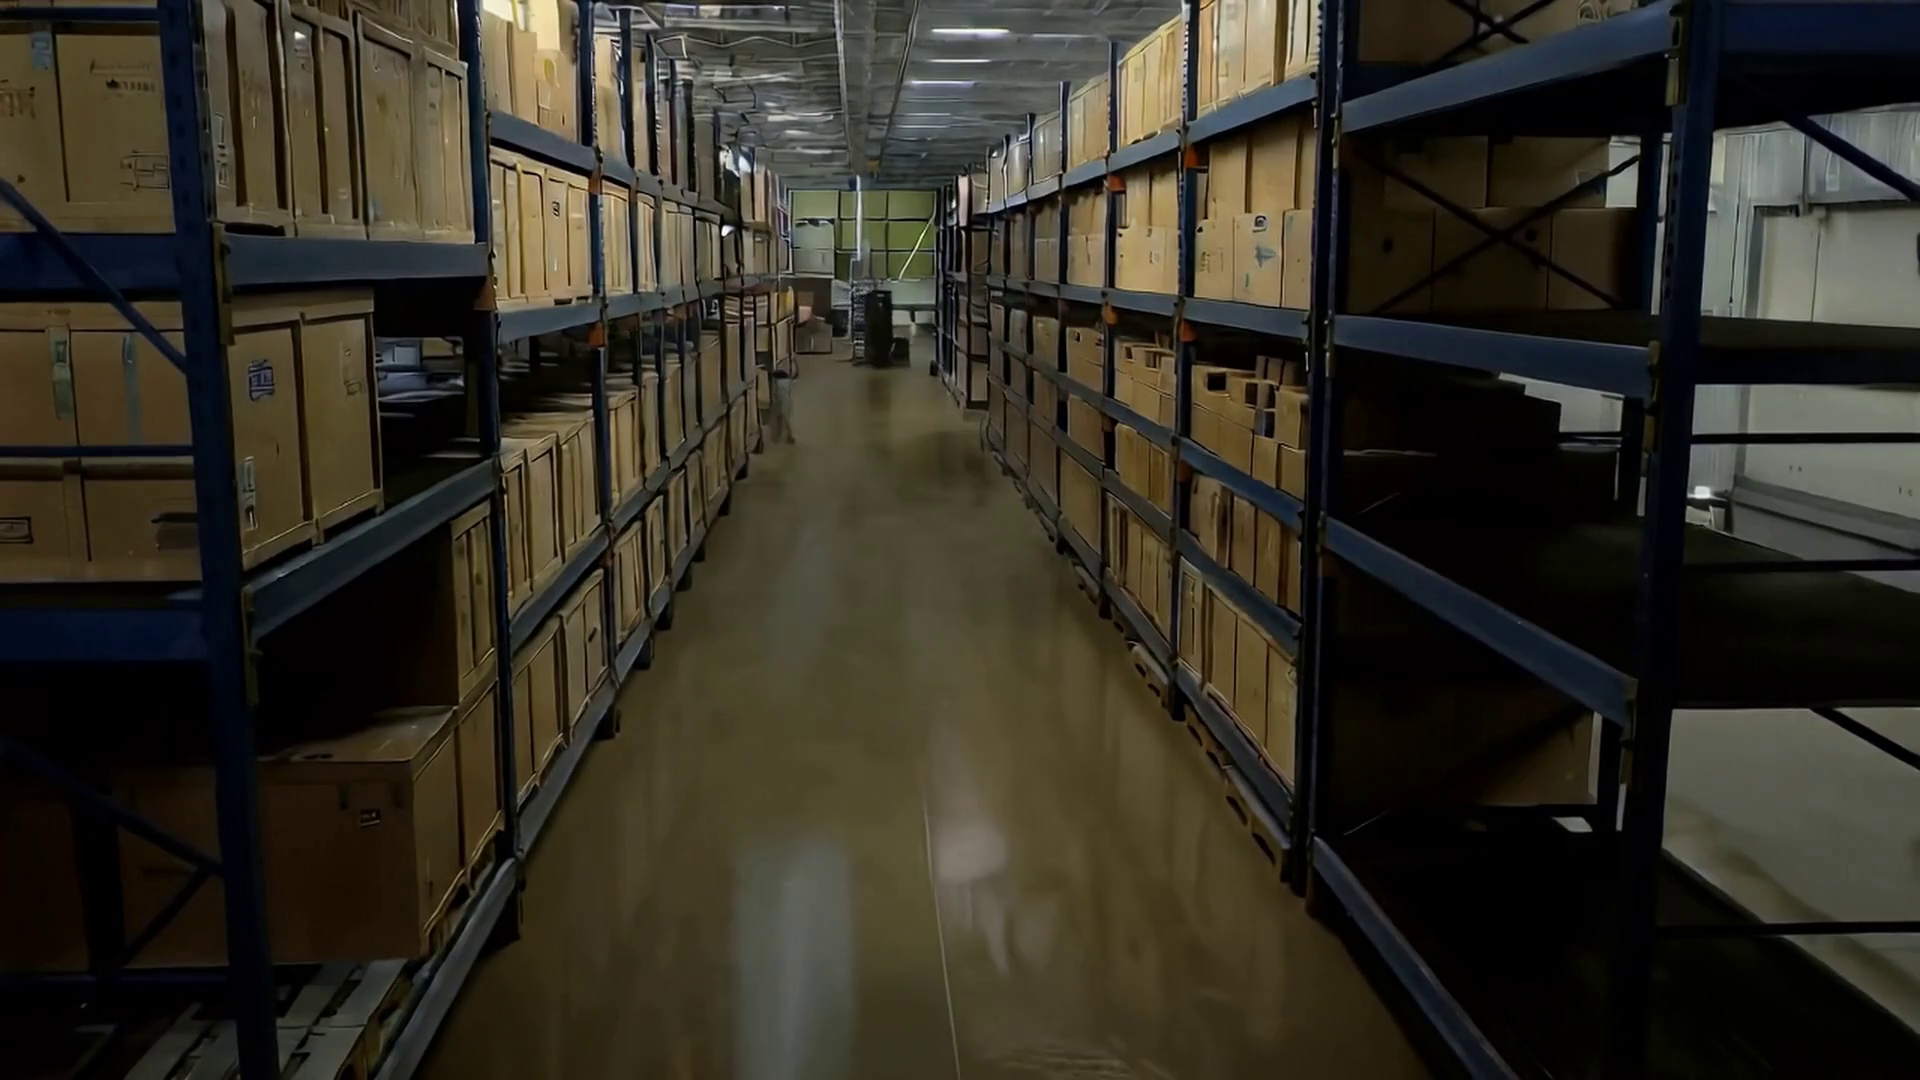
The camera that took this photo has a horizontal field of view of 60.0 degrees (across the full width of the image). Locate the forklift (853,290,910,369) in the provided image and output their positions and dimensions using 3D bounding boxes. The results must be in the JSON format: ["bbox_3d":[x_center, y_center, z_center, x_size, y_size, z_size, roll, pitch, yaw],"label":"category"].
[{"bbox_3d":[-2.802,-7.620,59.988,1.873,2.768,1.129,-9,13,-43],"label":"forklift"}]

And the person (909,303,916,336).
[{"bbox_3d":[-2.468,-11.503,86.748,0.319,1.686,0.539,4,10,22],"label":"person"}]

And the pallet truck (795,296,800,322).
[{"bbox_3d":[-8.622,-12.439,91.403,1.885,1.965,0.823,2,10,13],"label":"pallet truck"}]

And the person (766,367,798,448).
[{"bbox_3d":[-3.739,-2.734,34.372,0.835,1.678,0.518,3,10,16],"label":"person"}]

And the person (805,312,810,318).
[{"bbox_3d":[-6.661,-9.148,72.686,0.535,1.676,0.552,-3,10,-20],"label":"person"}]
